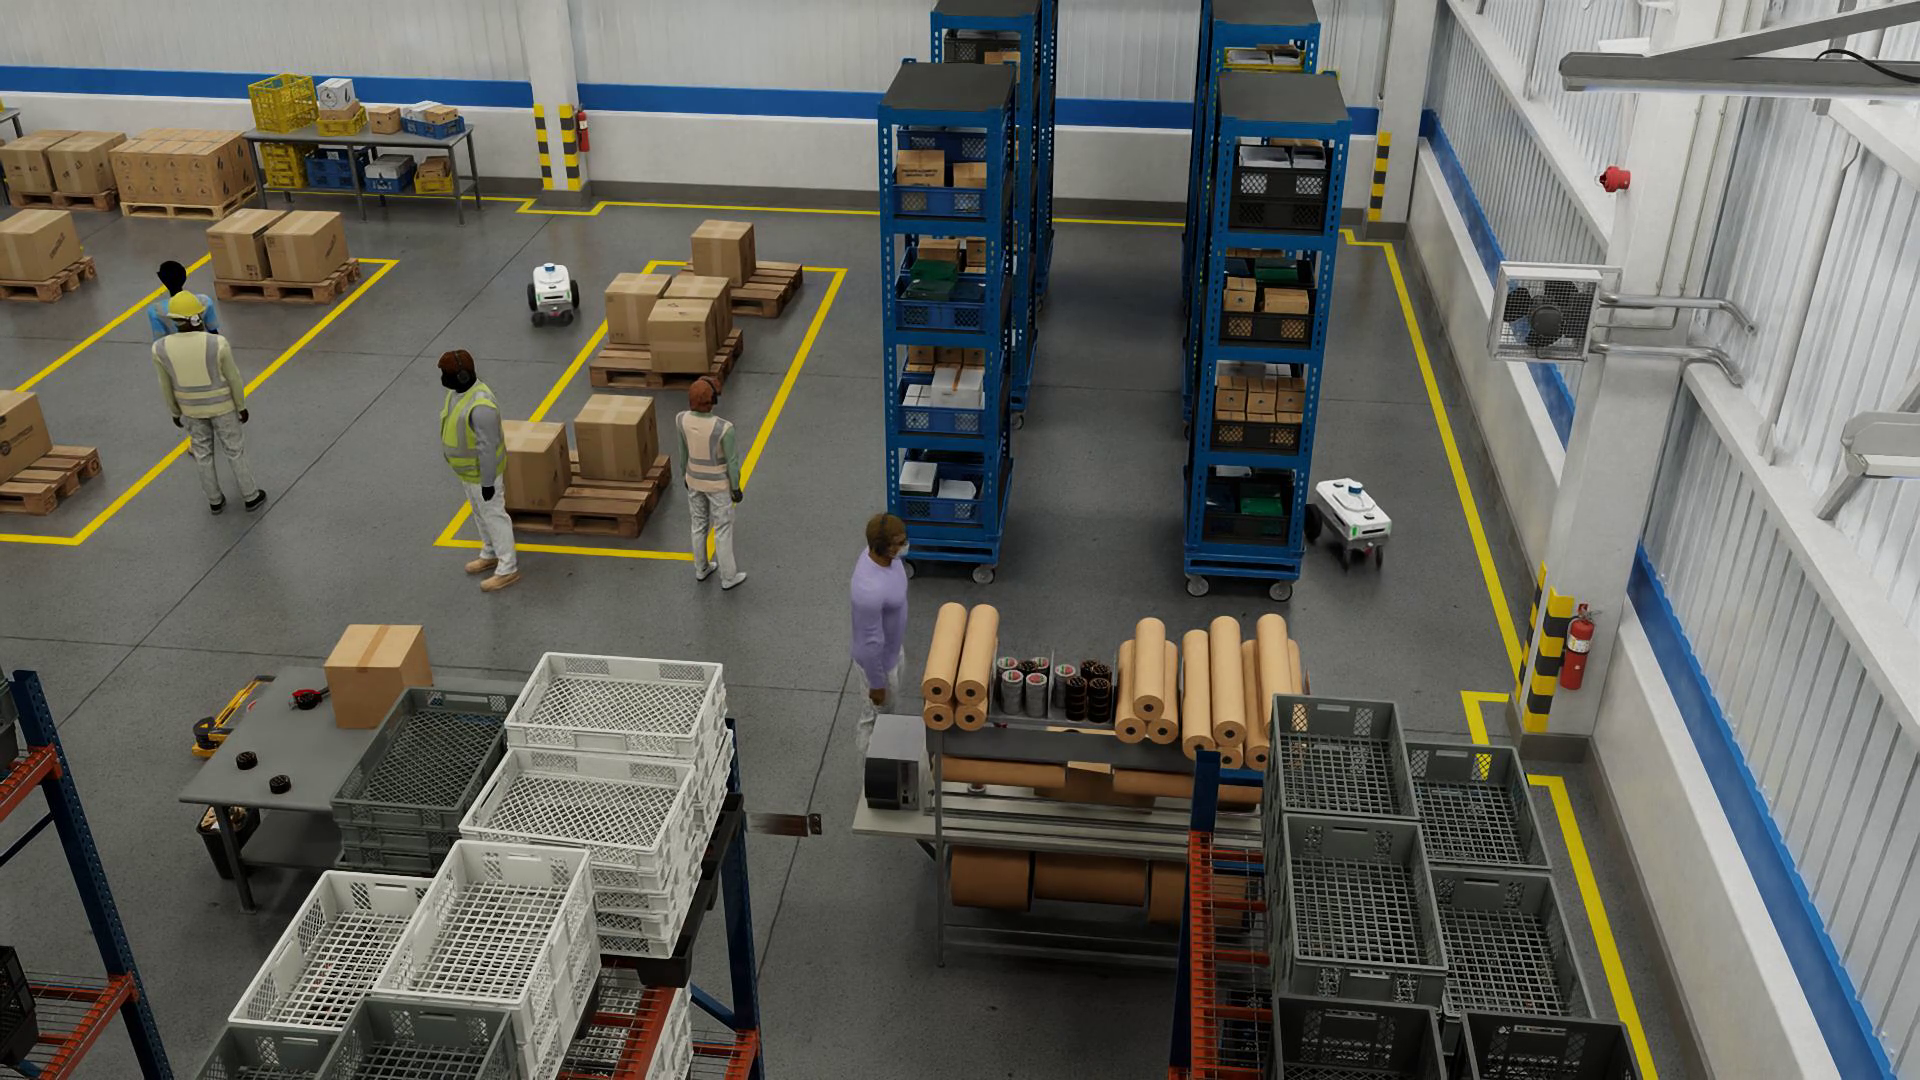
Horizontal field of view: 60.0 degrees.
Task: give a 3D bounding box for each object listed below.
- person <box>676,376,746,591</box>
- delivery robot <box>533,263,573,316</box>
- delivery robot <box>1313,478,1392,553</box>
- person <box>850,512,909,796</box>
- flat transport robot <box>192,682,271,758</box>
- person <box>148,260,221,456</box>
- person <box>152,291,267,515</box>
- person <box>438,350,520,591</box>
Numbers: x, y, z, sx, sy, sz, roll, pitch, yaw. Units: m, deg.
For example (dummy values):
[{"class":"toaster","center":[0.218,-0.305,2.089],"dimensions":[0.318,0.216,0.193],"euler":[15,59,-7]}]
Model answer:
[{"class":"person","center":[-1.800,-0.405,11.999],"dimensions":[0.514,1.634,0.312],"euler":[16,34,25]},{"class":"delivery robot","center":[-4.073,-2.522,16.608],"dimensions":[0.477,0.478,0.707],"euler":[-8,31,-13]},{"class":"delivery robot","center":[2.979,-0.208,12.633],"dimensions":[0.477,0.478,0.707],"euler":[-7,31,-13]},{"class":"person","center":[-0.462,0.688,9.820],"dimensions":[0.355,1.936,0.635],"euler":[3,30,6]},{"class":"flat transport robot","center":[-4.089,1.163,10.648],"dimensions":[1.431,0.197,0.652],"euler":[3,30,6]},{"class":"person","center":[-6.380,-1.503,13.828],"dimensions":[0.527,1.690,0.319],"euler":[-24,38,-35]},{"class":"person","center":[-5.838,-1.051,12.917],"dimensions":[0.589,1.827,0.404],"euler":[-3,30,-6]},{"class":"person","center":[-3.486,-0.519,12.001],"dimensions":[0.429,1.836,0.614],"euler":[-18,35,-28]}]
